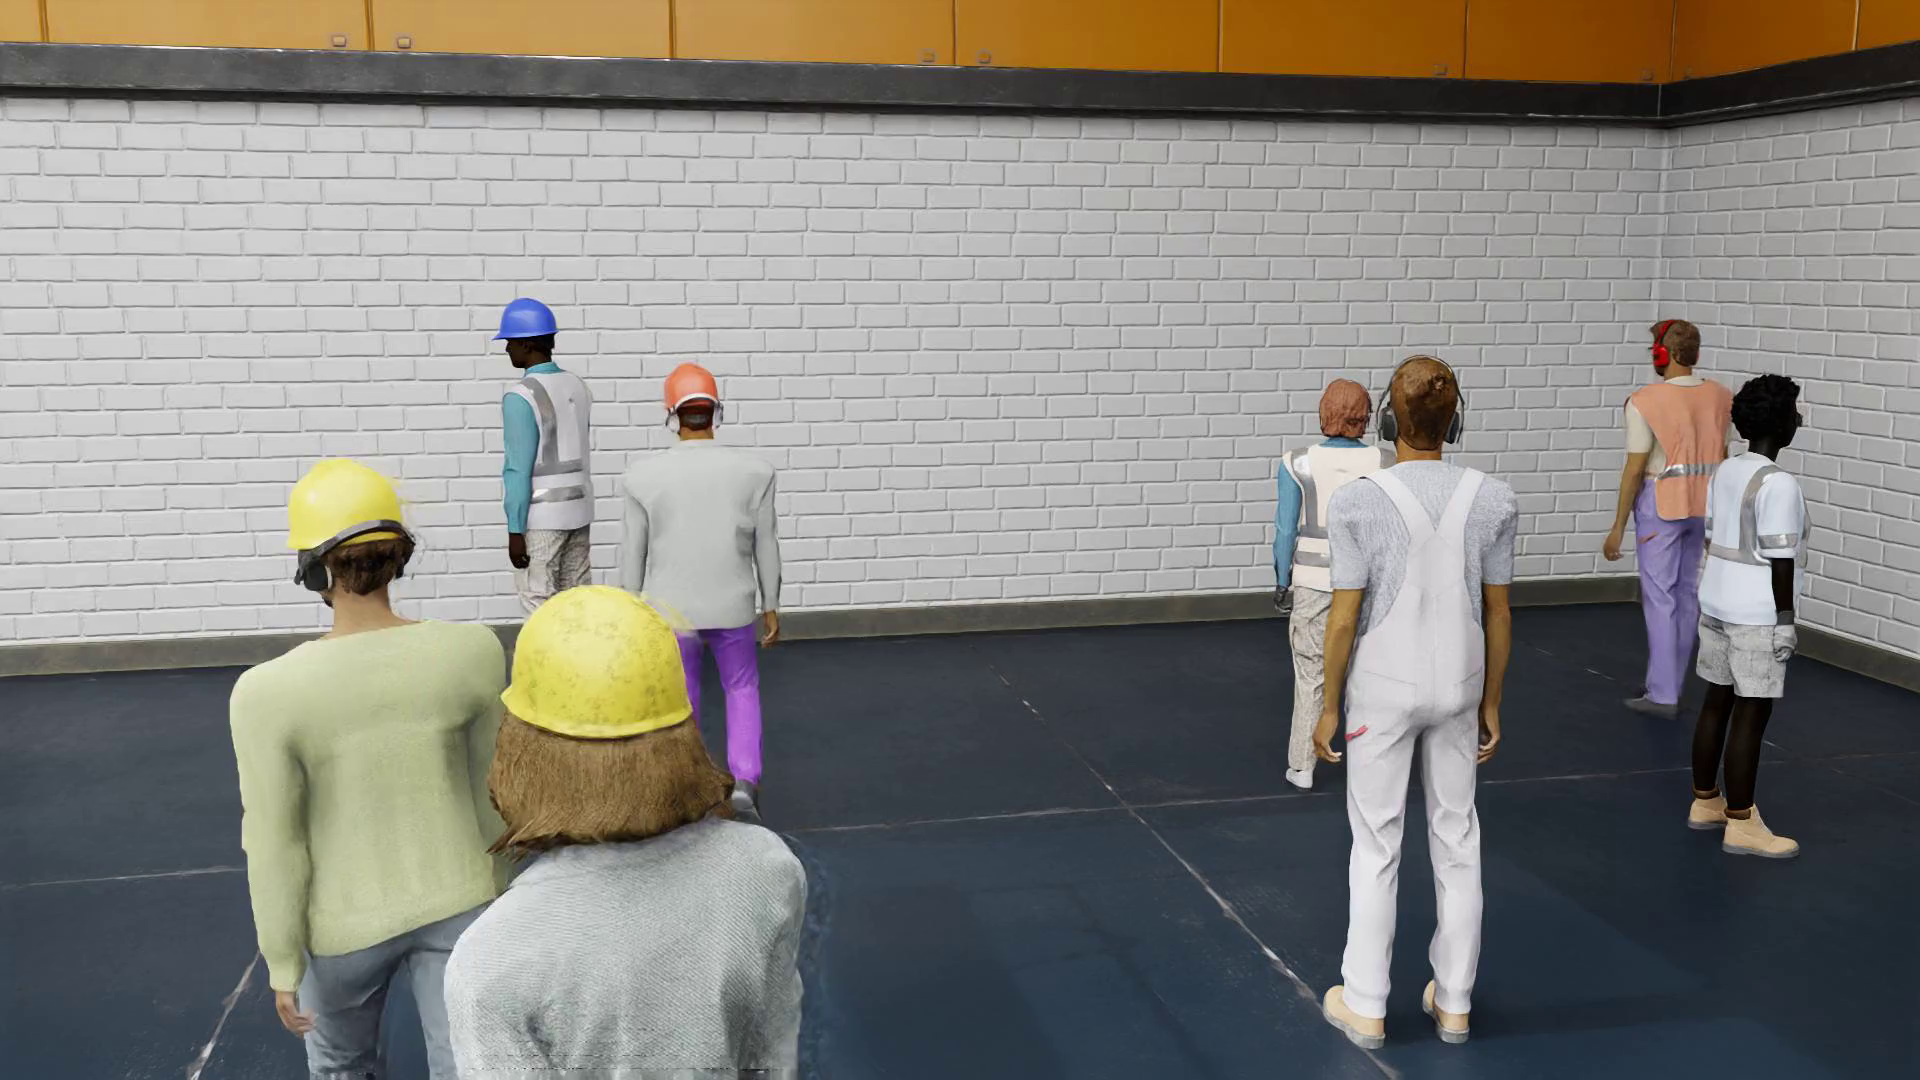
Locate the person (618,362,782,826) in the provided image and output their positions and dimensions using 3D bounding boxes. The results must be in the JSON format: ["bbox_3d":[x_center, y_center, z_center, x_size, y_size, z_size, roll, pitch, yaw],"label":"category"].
[{"bbox_3d":[-0.934,0.225,6.027,0.582,1.733,0.521,-3,10,-15],"label":"person"}]

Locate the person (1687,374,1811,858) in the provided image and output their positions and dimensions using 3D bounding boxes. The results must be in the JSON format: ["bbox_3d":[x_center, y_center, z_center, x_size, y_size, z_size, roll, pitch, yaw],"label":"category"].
[{"bbox_3d":[2.817,0.262,5.917,0.318,1.700,0.535,0,9,-1],"label":"person"}]

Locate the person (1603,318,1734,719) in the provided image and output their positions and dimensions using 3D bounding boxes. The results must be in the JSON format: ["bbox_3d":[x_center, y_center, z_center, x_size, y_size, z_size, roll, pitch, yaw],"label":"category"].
[{"bbox_3d":[3.277,-0.096,7.692,0.570,1.841,0.443,-3,10,-20],"label":"person"}]

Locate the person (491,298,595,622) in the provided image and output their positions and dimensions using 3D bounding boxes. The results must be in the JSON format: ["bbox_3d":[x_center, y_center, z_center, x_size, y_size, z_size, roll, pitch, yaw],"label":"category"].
[{"bbox_3d":[-1.856,-0.105,7.443,0.415,1.939,0.615,3,10,19],"label":"person"}]

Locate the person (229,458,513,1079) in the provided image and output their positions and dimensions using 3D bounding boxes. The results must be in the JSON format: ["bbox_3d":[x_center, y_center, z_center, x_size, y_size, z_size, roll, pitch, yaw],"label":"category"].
[{"bbox_3d":[-1.069,0.704,3.153,0.534,1.725,0.894,-6,11,-32],"label":"person"}]

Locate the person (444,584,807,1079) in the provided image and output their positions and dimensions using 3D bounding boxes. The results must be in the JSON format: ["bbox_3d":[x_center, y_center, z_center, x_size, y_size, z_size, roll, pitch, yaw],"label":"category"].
[{"bbox_3d":[-0.352,0.900,2.006,0.478,1.707,0.858,-7,12,-37],"label":"person"}]

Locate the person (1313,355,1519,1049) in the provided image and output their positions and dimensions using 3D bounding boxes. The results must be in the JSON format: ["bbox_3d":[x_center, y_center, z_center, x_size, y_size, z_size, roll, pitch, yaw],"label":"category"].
[{"bbox_3d":[1.194,0.436,4.412,0.504,1.847,0.345,-1,9,-4],"label":"person"}]

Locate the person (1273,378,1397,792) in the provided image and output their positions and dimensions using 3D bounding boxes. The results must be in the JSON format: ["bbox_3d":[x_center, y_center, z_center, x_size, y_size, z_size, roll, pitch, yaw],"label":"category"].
[{"bbox_3d":[1.490,0.189,6.543,0.523,1.639,0.306,1,9,7],"label":"person"}]
